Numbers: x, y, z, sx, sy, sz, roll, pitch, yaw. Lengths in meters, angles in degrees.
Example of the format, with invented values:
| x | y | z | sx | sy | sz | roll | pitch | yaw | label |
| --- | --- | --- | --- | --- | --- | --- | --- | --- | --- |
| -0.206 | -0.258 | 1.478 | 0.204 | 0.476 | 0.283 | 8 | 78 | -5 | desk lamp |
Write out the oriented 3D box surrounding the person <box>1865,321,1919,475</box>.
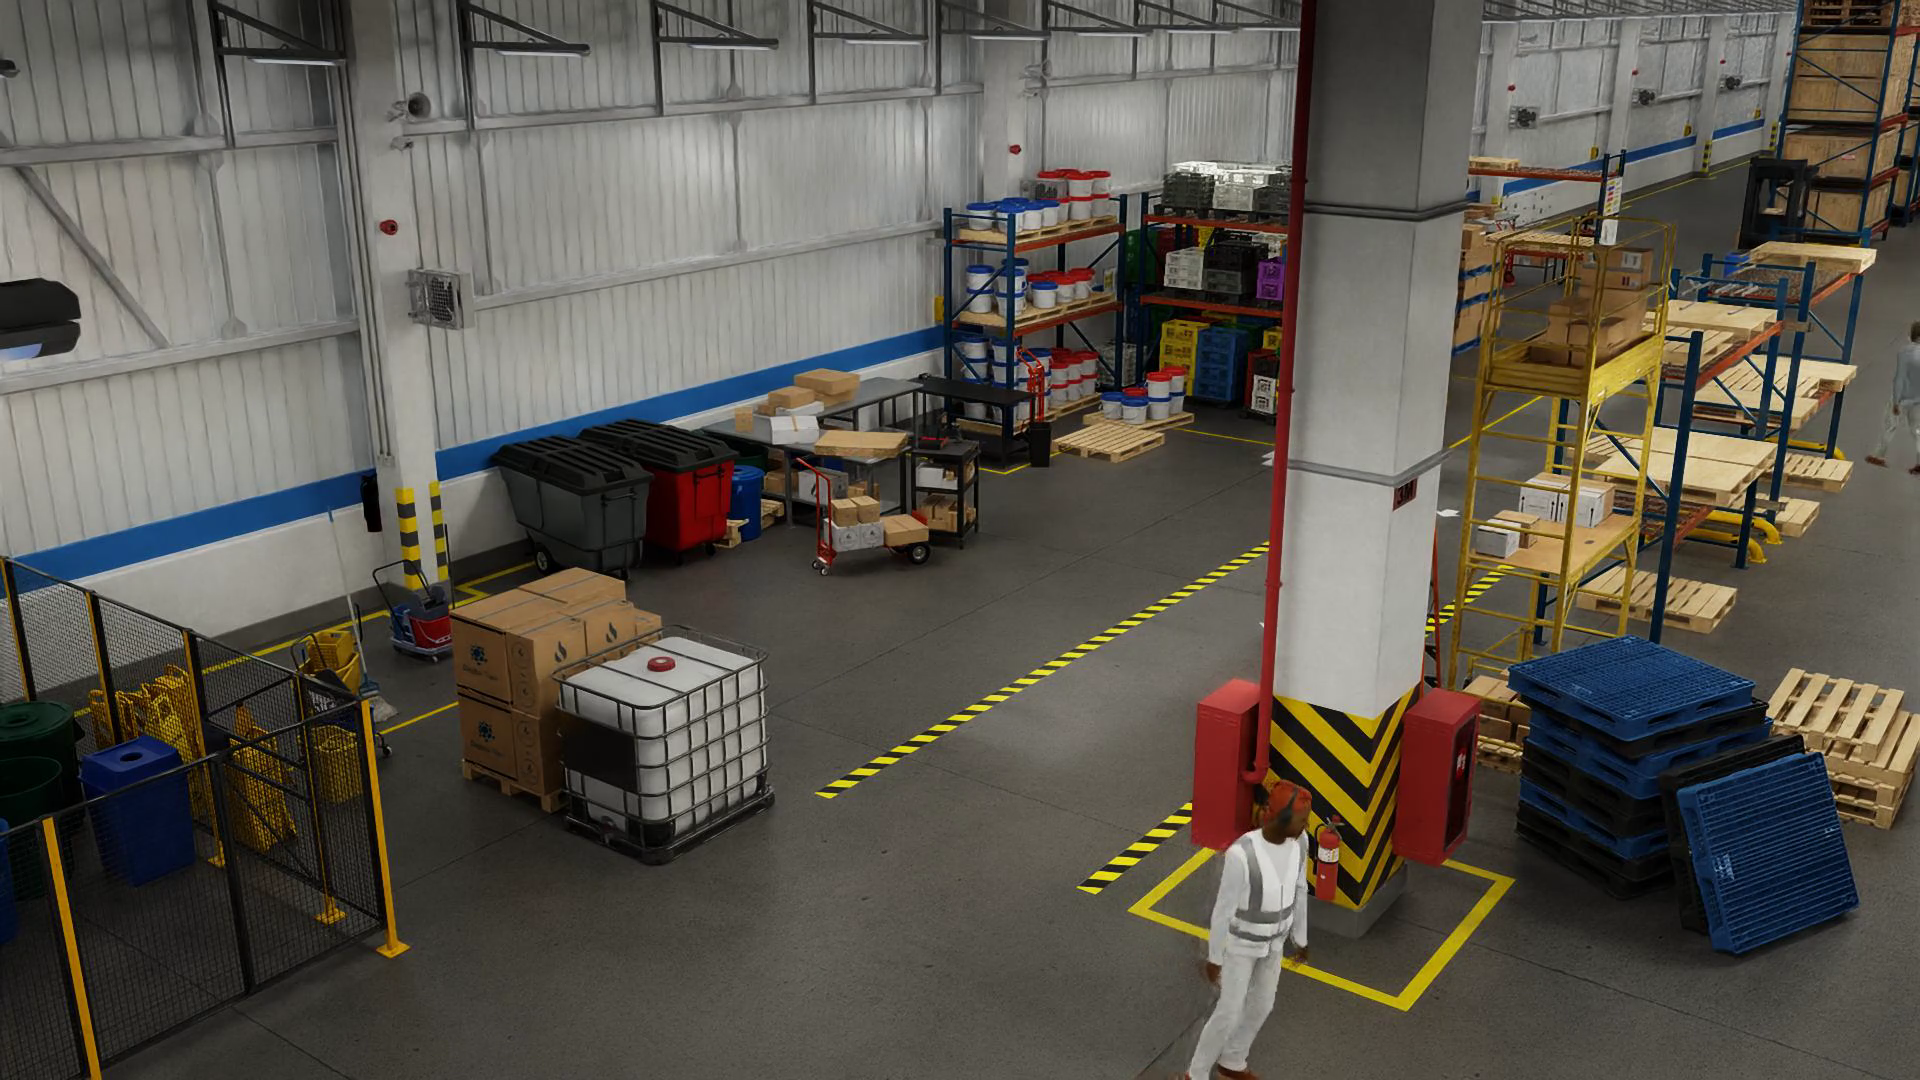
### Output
| x | y | z | sx | sy | sz | roll | pitch | yaw | label |
| --- | --- | --- | --- | --- | --- | --- | --- | --- | --- |
| 11.771 | -1.769 | 20.565 | 0.633 | 1.911 | 0.860 | -2 | 18 | -7 | person |

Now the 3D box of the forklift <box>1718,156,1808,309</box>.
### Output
| x | y | z | sx | sy | sz | roll | pitch | yaw | label |
| --- | --- | --- | --- | --- | --- | --- | --- | --- | --- |
| 15.246 | -5.800 | 31.369 | 1.129 | 2.768 | 1.873 | 13 | 22 | 34 | forklift |

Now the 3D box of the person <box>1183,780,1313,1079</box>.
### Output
| x | y | z | sx | sy | sz | roll | pitch | yaw | label |
| --- | --- | --- | --- | --- | --- | --- | --- | --- | --- |
| 1.553 | 2.119 | 8.771 | 0.665 | 1.847 | 0.390 | -12 | 21 | -32 | person |
